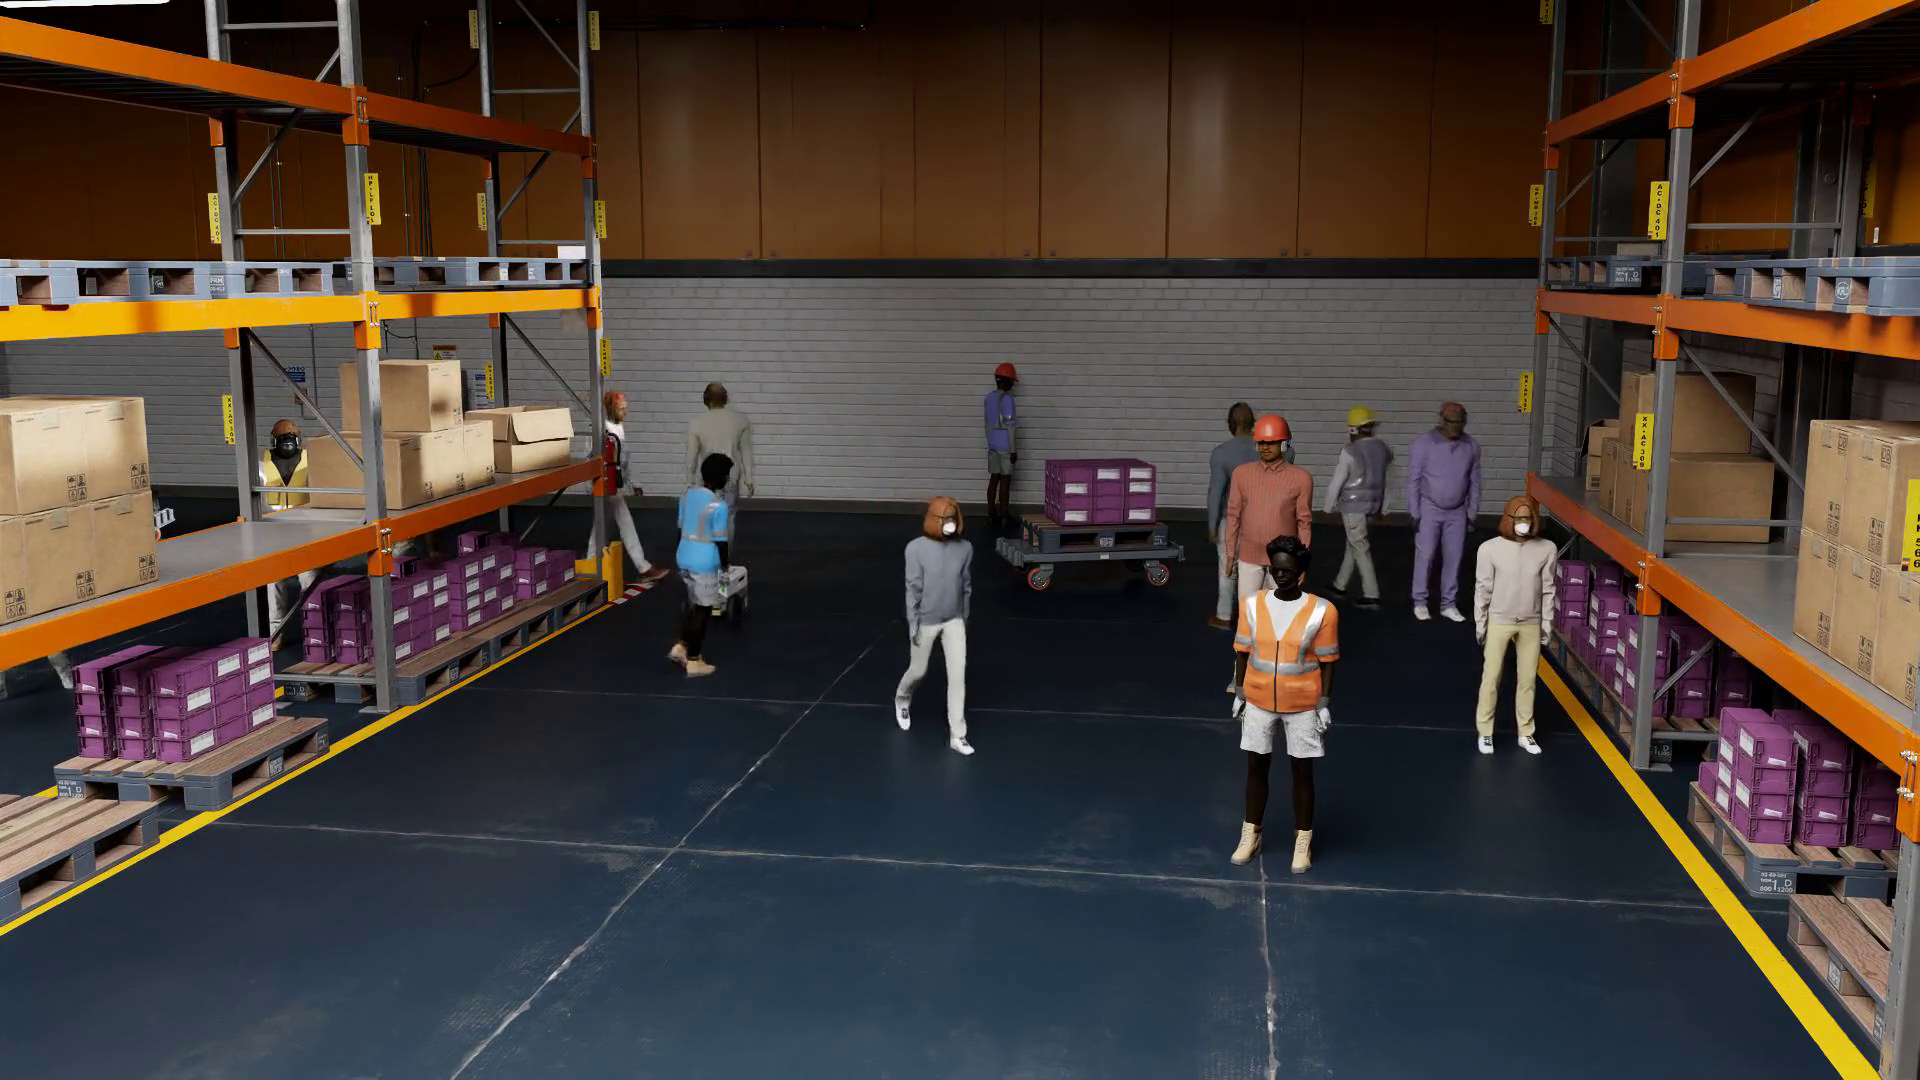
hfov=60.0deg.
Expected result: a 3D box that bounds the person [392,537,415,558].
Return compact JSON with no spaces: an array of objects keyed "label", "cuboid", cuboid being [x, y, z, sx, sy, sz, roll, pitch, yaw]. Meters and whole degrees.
[{"label":"person","cuboid":[-5.219,-0.265,15.138,0.382,1.621,0.553,-9,13,-43]}]

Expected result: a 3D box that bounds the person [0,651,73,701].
[{"label":"person","cuboid":[-6.584,0.324,11.616,0.542,1.612,0.693,2,9,12]}]

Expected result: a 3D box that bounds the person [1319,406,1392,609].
[{"label":"person","cuboid":[3.530,-0.304,14.865,0.597,1.794,0.818,-7,11,-35]}]

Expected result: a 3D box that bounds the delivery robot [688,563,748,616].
[{"label":"delivery robot","cuboid":[-2.061,0.378,14.197,0.477,0.478,0.707,1,9,9]}]

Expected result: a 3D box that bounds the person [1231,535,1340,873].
[{"label":"person","cuboid":[1.610,0.811,8.301,0.531,1.698,0.320,4,10,24]}]

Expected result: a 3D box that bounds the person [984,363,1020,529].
[{"label":"person","cuboid":[0.507,-1.091,19.326,0.369,1.929,0.542,-6,11,-31]}]

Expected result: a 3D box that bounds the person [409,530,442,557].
[{"label":"person","cuboid":[-5.396,-0.602,16.151,0.779,1.969,0.904,8,12,41]}]

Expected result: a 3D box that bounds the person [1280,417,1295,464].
[{"label":"person","cuboid":[2.944,-0.342,15.610,0.504,1.632,0.270,-6,11,-31]}]

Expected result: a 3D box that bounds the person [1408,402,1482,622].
[{"label":"person","cuboid":[4.136,-0.234,14.175,0.664,1.888,0.397,-2,9,-9]}]

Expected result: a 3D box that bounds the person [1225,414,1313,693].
[{"label":"person","cuboid":[2.161,0.111,11.703,0.612,1.995,0.376,4,10,22]}]

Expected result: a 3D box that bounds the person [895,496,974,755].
[{"label":"person","cuboid":[-0.161,0.498,10.511,0.496,1.606,0.780,-4,10,-25]}]

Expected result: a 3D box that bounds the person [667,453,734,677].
[{"label":"person","cuboid":[-1.864,0.189,12.229,0.419,1.662,0.564,-8,12,-39]}]

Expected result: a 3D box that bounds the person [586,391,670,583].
[{"label":"person","cuboid":[-3.214,-0.497,15.915,0.941,1.842,0.599,0,9,-2]}]

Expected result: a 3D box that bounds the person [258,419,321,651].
[{"label":"person","cuboid":[-5.280,-0.038,13.132,0.625,1.836,0.429,-3,10,-19]}]

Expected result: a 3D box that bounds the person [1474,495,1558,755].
[{"label":"person","cuboid":[3.421,0.528,10.280,0.491,1.626,0.282,0,9,0]}]

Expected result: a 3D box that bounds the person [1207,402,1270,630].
[{"label":"person","cuboid":[2.336,-0.176,13.693,0.657,1.928,0.638,-3,10,-17]}]

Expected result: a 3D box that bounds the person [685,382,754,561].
[{"label":"person","cuboid":[-2.391,-0.591,16.308,0.643,1.899,0.931,-4,10,-23]}]
